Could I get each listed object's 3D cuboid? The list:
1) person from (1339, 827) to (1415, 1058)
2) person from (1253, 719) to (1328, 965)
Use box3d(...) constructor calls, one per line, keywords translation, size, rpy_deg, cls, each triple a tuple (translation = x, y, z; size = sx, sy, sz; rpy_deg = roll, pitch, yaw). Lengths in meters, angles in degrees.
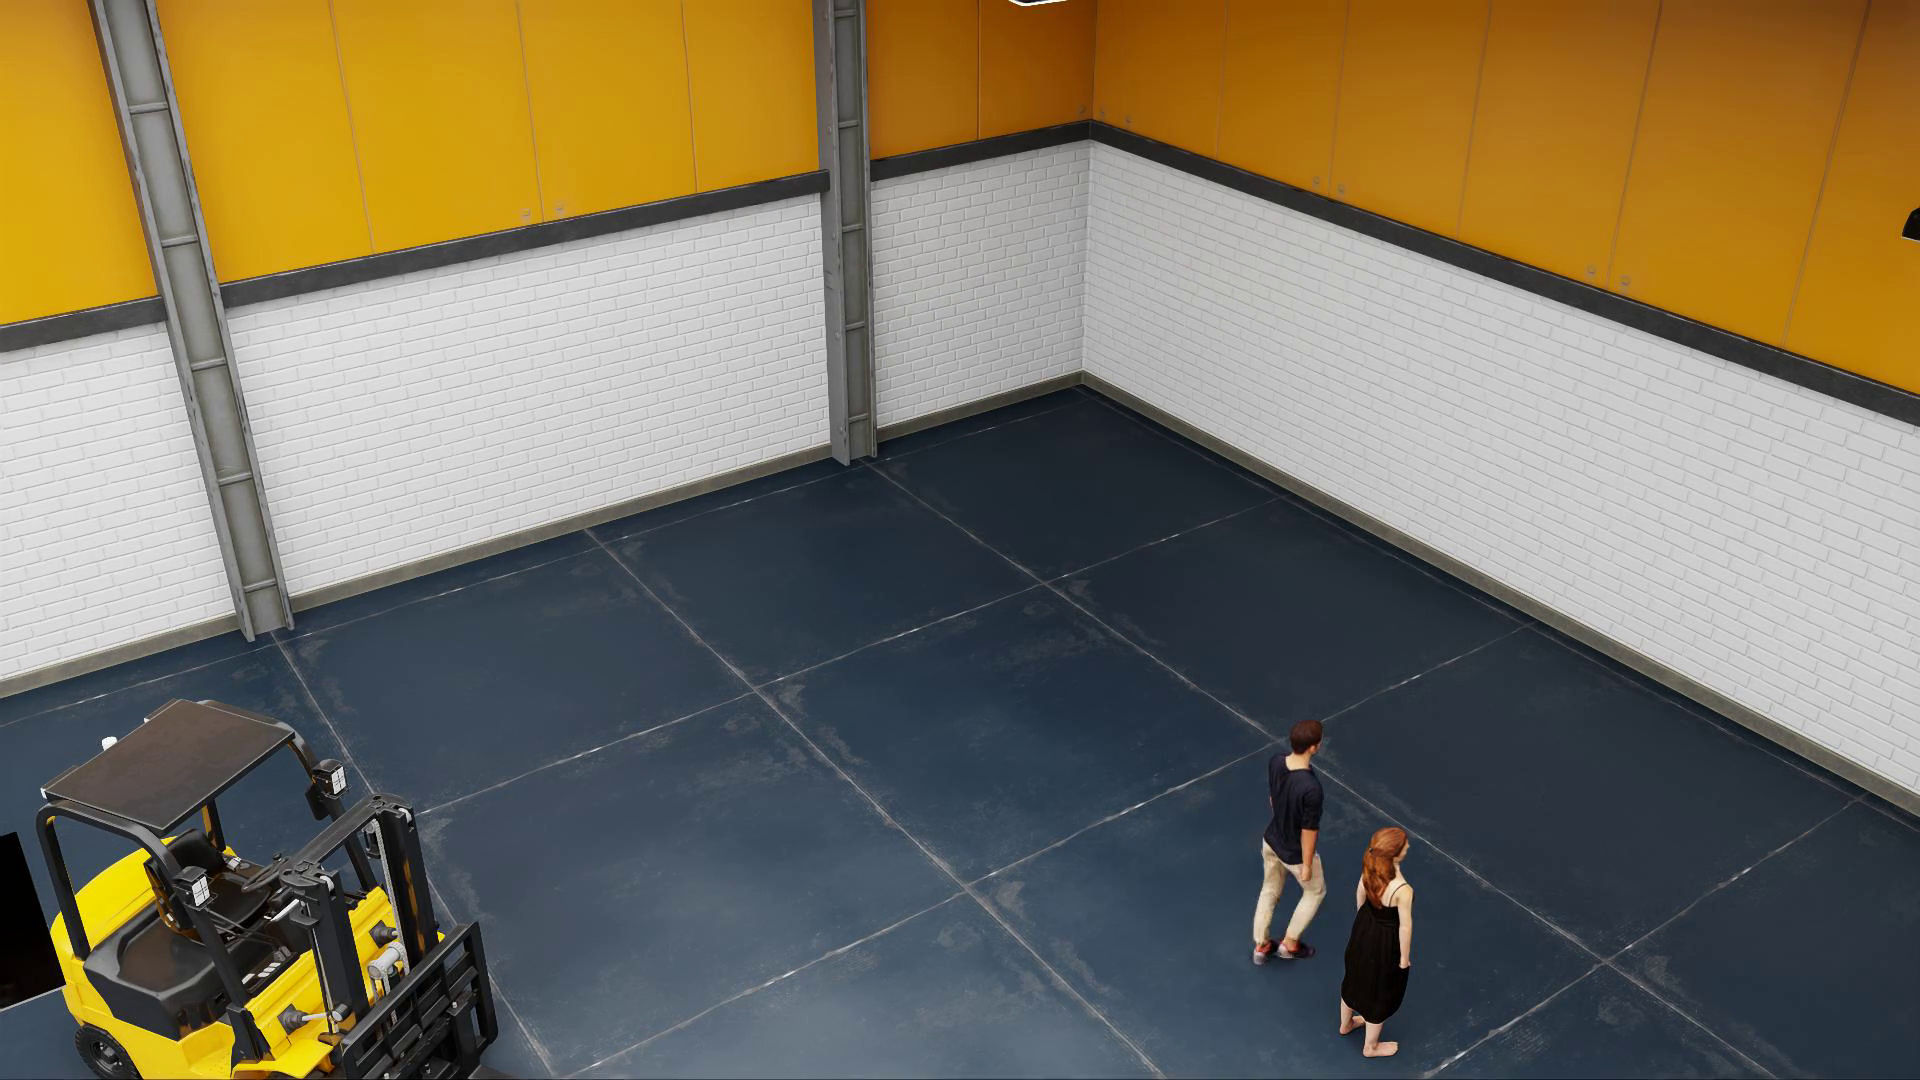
box3d(translation=(2.472, 2.356, 9.849), size=(0.596, 1.624, 0.605), rpy_deg=(-14, 32, -24), cls="person")
box3d(translation=(1.996, 1.944, 10.379), size=(0.634, 1.841, 0.672), rpy_deg=(-16, 32, -26), cls="person")
